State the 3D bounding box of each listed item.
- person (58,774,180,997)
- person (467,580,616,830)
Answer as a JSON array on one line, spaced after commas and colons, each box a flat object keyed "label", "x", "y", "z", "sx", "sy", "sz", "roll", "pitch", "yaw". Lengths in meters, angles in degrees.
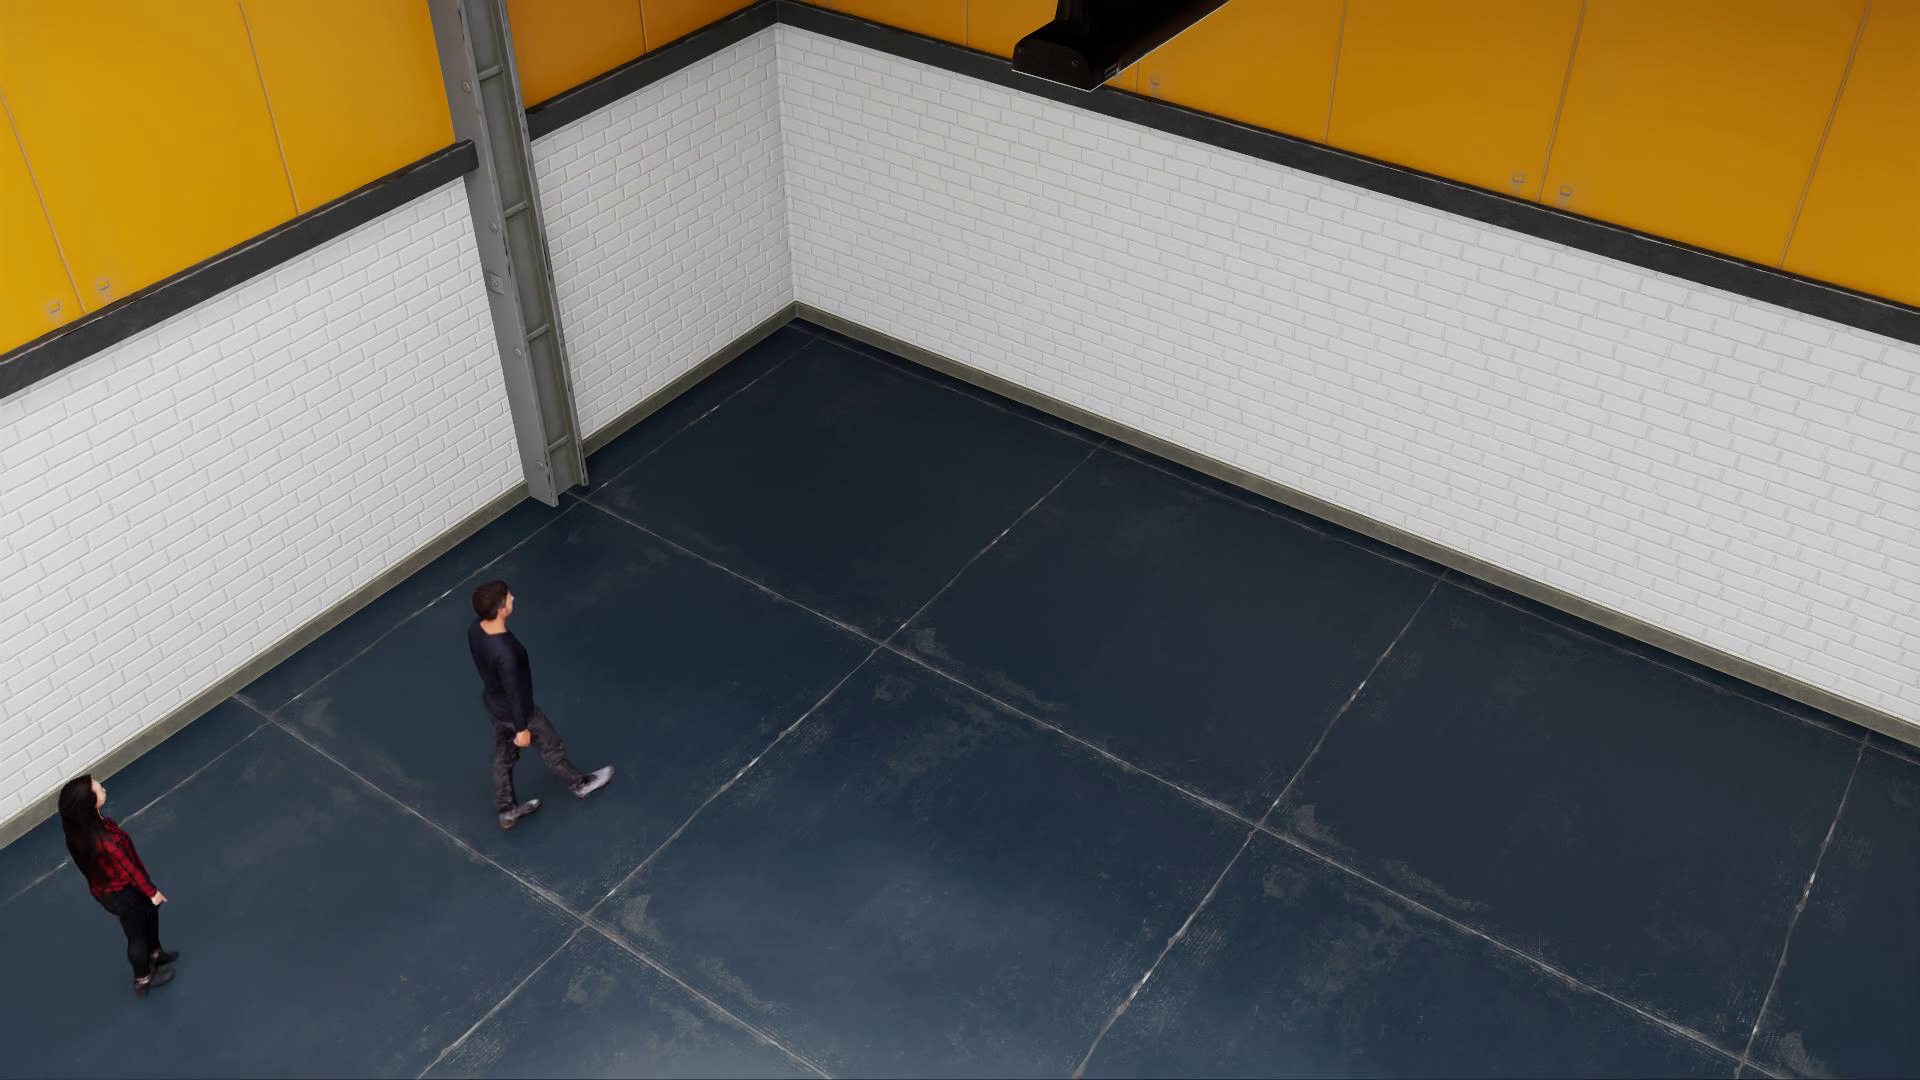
[{"label": "person", "x": -4.679, "y": 1.959, "z": 9.107, "sx": 0.592, "sy": 1.645, "sz": 0.559, "roll": 25, "pitch": 45, "yaw": 28}, {"label": "person", "x": -2.784, "y": 1.058, "z": 10.078, "sx": 1.072, "sy": 1.842, "sz": 0.818, "roll": -28, "pitch": 46, "yaw": -30}]
